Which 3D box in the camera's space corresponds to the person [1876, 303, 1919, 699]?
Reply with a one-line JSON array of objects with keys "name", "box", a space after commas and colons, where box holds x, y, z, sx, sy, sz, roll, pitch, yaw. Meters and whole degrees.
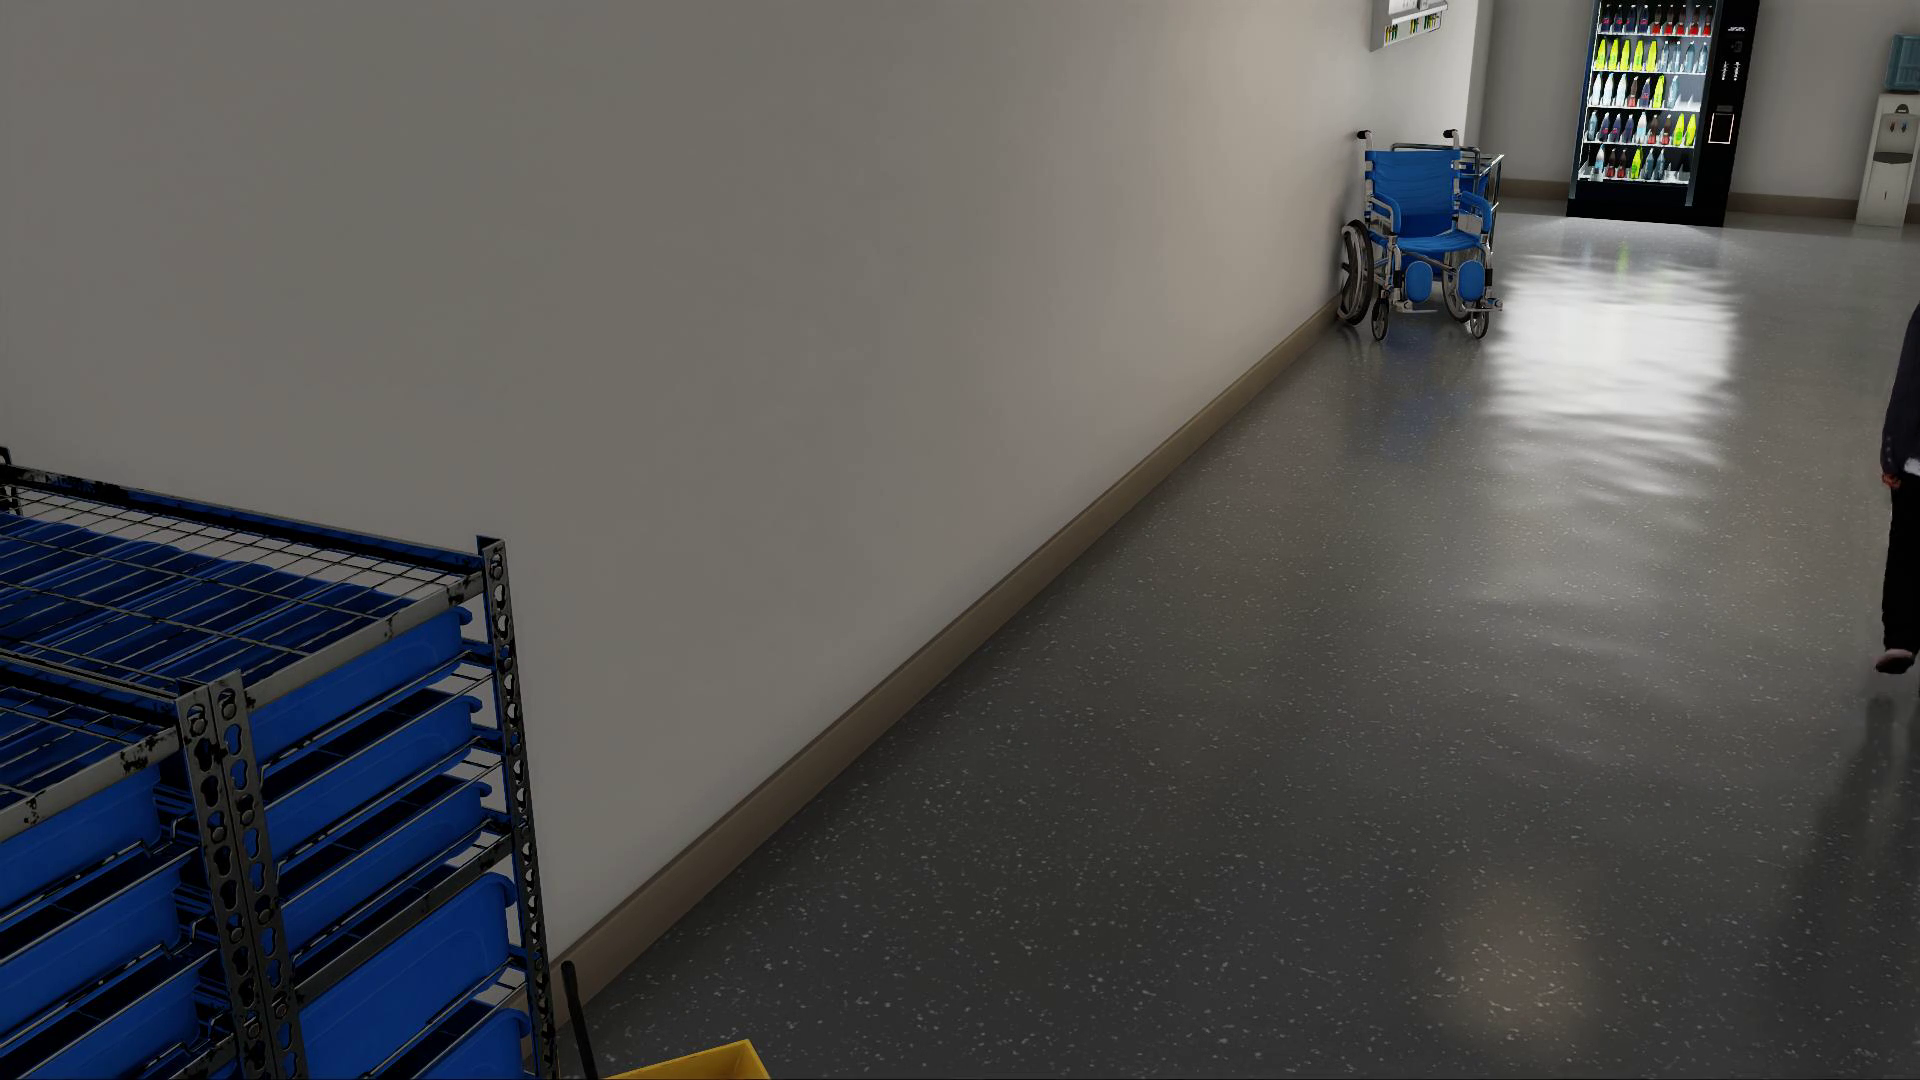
[{"name": "person", "box": [3.115, -0.220, 5.142, 0.666, 1.587, 0.786, 13, 25, 32]}]
